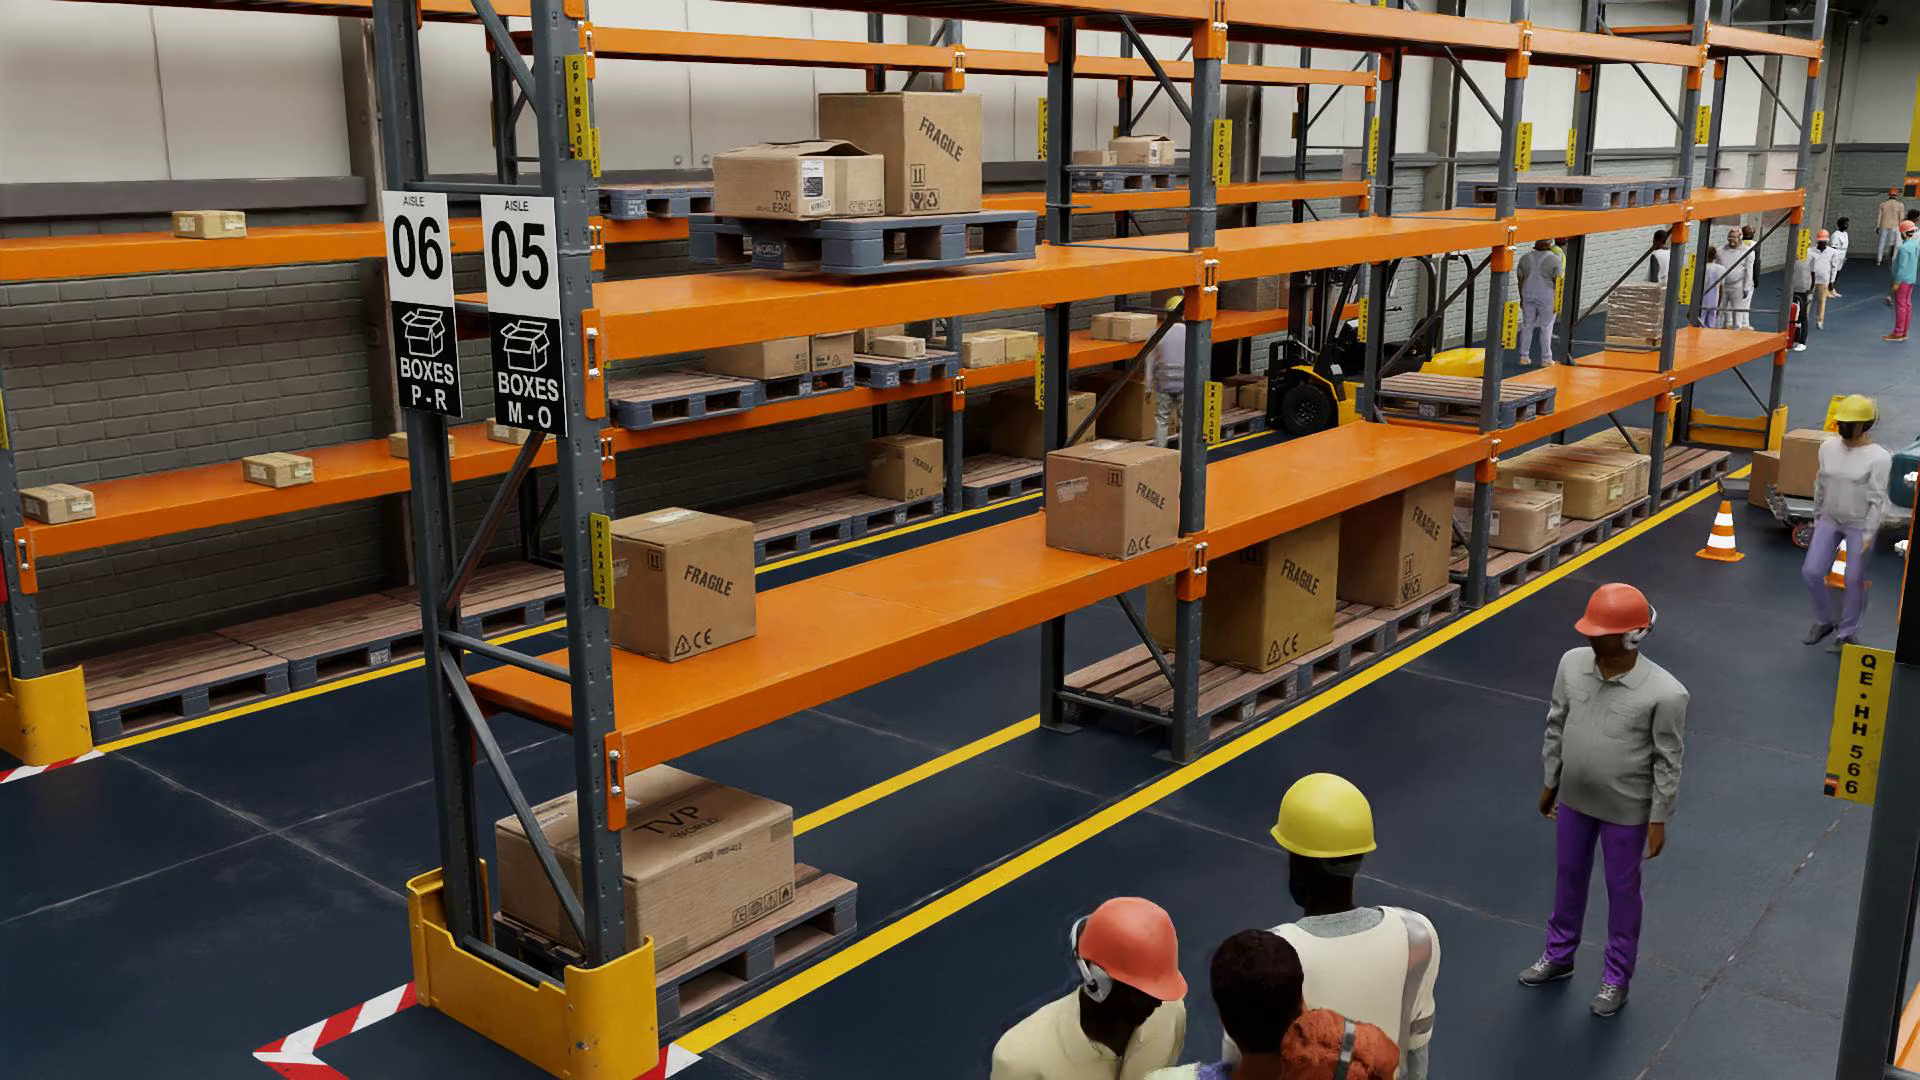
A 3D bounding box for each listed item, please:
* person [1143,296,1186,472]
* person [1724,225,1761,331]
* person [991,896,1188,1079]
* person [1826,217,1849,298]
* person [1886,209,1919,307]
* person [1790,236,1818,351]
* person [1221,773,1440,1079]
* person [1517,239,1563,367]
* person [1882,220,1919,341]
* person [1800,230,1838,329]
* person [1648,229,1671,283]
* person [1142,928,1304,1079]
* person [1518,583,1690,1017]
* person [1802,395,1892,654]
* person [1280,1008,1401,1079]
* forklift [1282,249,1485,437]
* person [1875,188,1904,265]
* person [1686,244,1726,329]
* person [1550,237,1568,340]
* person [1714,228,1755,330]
[{"bbox_3d":[2.166,-1.565,16.914,0.614,1.809,0.440,2,14,9],"label":"person"},{"bbox_3d":[13.737,-4.592,29.174,0.429,1.842,0.635,-9,16,-31],"label":"person"},{"bbox_3d":[0.311,1.639,4.132,0.629,1.680,0.944,-8,16,-29],"label":"person"},{"bbox_3d":[18.426,-5.927,34.930,0.532,1.688,0.321,-11,18,-38],"label":"person"},{"bbox_3d":[18.597,-5.517,32.711,0.418,1.950,0.632,-8,16,-30],"label":"person"},{"bbox_3d":[13.381,-3.950,26.529,0.329,1.864,0.504,-8,16,-30],"label":"person"},{"bbox_3d":[0.888,1.505,4.180,0.592,1.925,0.373,-5,15,-21],"label":"person"},{"bbox_3d":[8.660,-3.609,24.765,0.687,2.000,0.538,13,19,43],"label":"person"},{"bbox_3d":[15.755,-4.330,27.803,0.611,1.990,0.392,-12,18,-40],"label":"person"},{"bbox_3d":[15.168,-4.604,29.410,0.573,1.746,0.346,7,15,26],"label":"person"},{"bbox_3d":[11.144,-3.977,26.517,0.596,1.916,0.372,-13,19,-43],"label":"person"},{"bbox_3d":[0.616,1.723,3.464,1.044,1.852,0.609,-11,17,-37],"label":"person"},{"bbox_3d":[2.532,1.009,6.563,0.339,1.746,0.562,-10,17,-35],"label":"person"},{"bbox_3d":[5.880,-0.097,11.049,0.418,1.755,0.530,-8,16,-31],"label":"person"},{"bbox_3d":[0.581,1.756,3.383,0.819,1.833,0.614,-1,14,-3],"label":"person"},{"bbox_3d":[4.886,-2.214,18.767,2.313,2.155,1.214,11,18,38],"label":"forklift"},{"bbox_3d":[24.345,-8.204,43.566,0.612,1.995,0.382,8,16,29],"label":"person"},{"bbox_3d":[10.843,-3.378,24.226,0.508,1.846,0.345,-2,14,-10],"label":"person"},{"bbox_3d":[9.976,-4.291,27.974,0.390,1.837,0.560,1,14,5],"label":"person"},{"bbox_3d":[12.683,-4.177,27.385,0.641,1.898,0.395,13,19,42],"label":"person"}]
